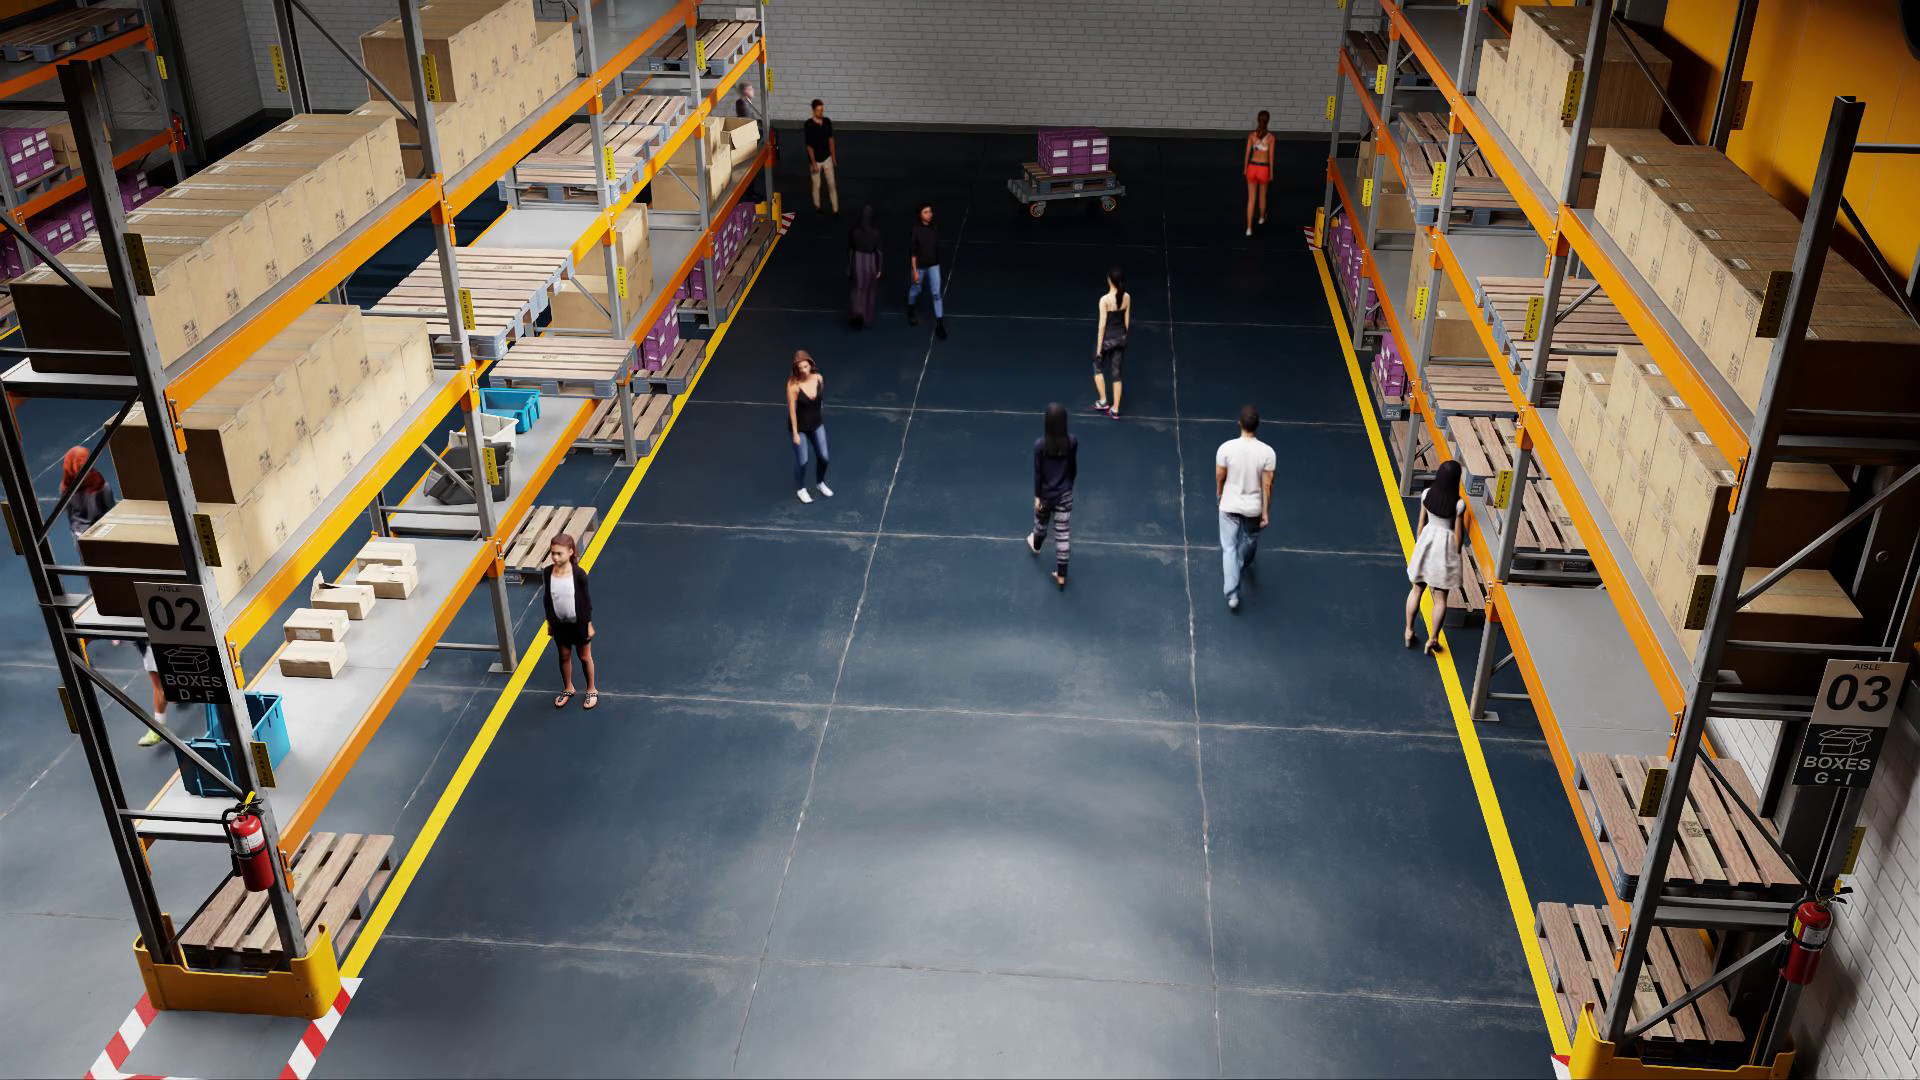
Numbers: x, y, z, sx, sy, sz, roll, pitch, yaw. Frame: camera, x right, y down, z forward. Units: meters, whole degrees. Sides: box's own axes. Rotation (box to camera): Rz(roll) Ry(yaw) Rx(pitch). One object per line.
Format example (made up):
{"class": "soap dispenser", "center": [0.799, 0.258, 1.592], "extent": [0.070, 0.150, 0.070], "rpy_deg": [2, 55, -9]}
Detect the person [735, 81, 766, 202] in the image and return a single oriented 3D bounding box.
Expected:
{"class": "person", "center": [-3.319, -6.115, 25.525], "extent": [0.930, 1.834, 0.826], "rpy_deg": [-9, 30, -16]}

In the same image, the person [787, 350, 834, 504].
{"class": "person", "center": [-1.535, -1.144, 16.570], "extent": [0.803, 1.681, 0.751], "rpy_deg": [24, 37, 36]}

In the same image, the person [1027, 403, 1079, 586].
{"class": "person", "center": [0.895, -0.388, 15.189], "extent": [0.907, 1.676, 1.174], "rpy_deg": [-9, 30, -17]}

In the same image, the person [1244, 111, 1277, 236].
{"class": "person", "center": [4.297, -5.276, 24.072], "extent": [0.769, 1.751, 1.110], "rpy_deg": [9, 30, 16]}

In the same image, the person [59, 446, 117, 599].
{"class": "person", "center": [-7.441, 0.039, 14.319], "extent": [0.745, 1.762, 0.963], "rpy_deg": [-5, 29, -9]}

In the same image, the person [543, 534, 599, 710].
{"class": "person", "center": [-3.143, 0.641, 13.430], "extent": [0.535, 1.555, 0.526], "rpy_deg": [3, 29, 5]}

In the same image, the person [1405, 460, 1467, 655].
{"class": "person", "center": [4.048, 0.137, 14.131], "extent": [0.783, 1.769, 0.821], "rpy_deg": [23, 36, 35]}

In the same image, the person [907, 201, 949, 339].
{"class": "person", "center": [-0.484, -3.404, 20.734], "extent": [0.960, 1.662, 1.218], "rpy_deg": [-13, 31, -22]}

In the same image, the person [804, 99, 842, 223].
{"class": "person", "center": [-2.120, -5.644, 24.686], "extent": [0.963, 1.810, 1.103], "rpy_deg": [-14, 32, -24]}

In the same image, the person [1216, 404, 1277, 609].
{"class": "person", "center": [2.503, -0.250, 14.805], "extent": [0.669, 1.803, 1.142], "rpy_deg": [3, 29, 5]}

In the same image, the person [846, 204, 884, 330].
{"class": "person", "center": [-1.208, -3.379, 20.751], "extent": [0.638, 1.601, 0.787], "rpy_deg": [1, 29, 1]}

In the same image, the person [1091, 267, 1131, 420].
{"class": "person", "center": [1.728, -2.138, 18.357], "extent": [0.743, 1.715, 0.799], "rpy_deg": [-14, 32, -24]}
